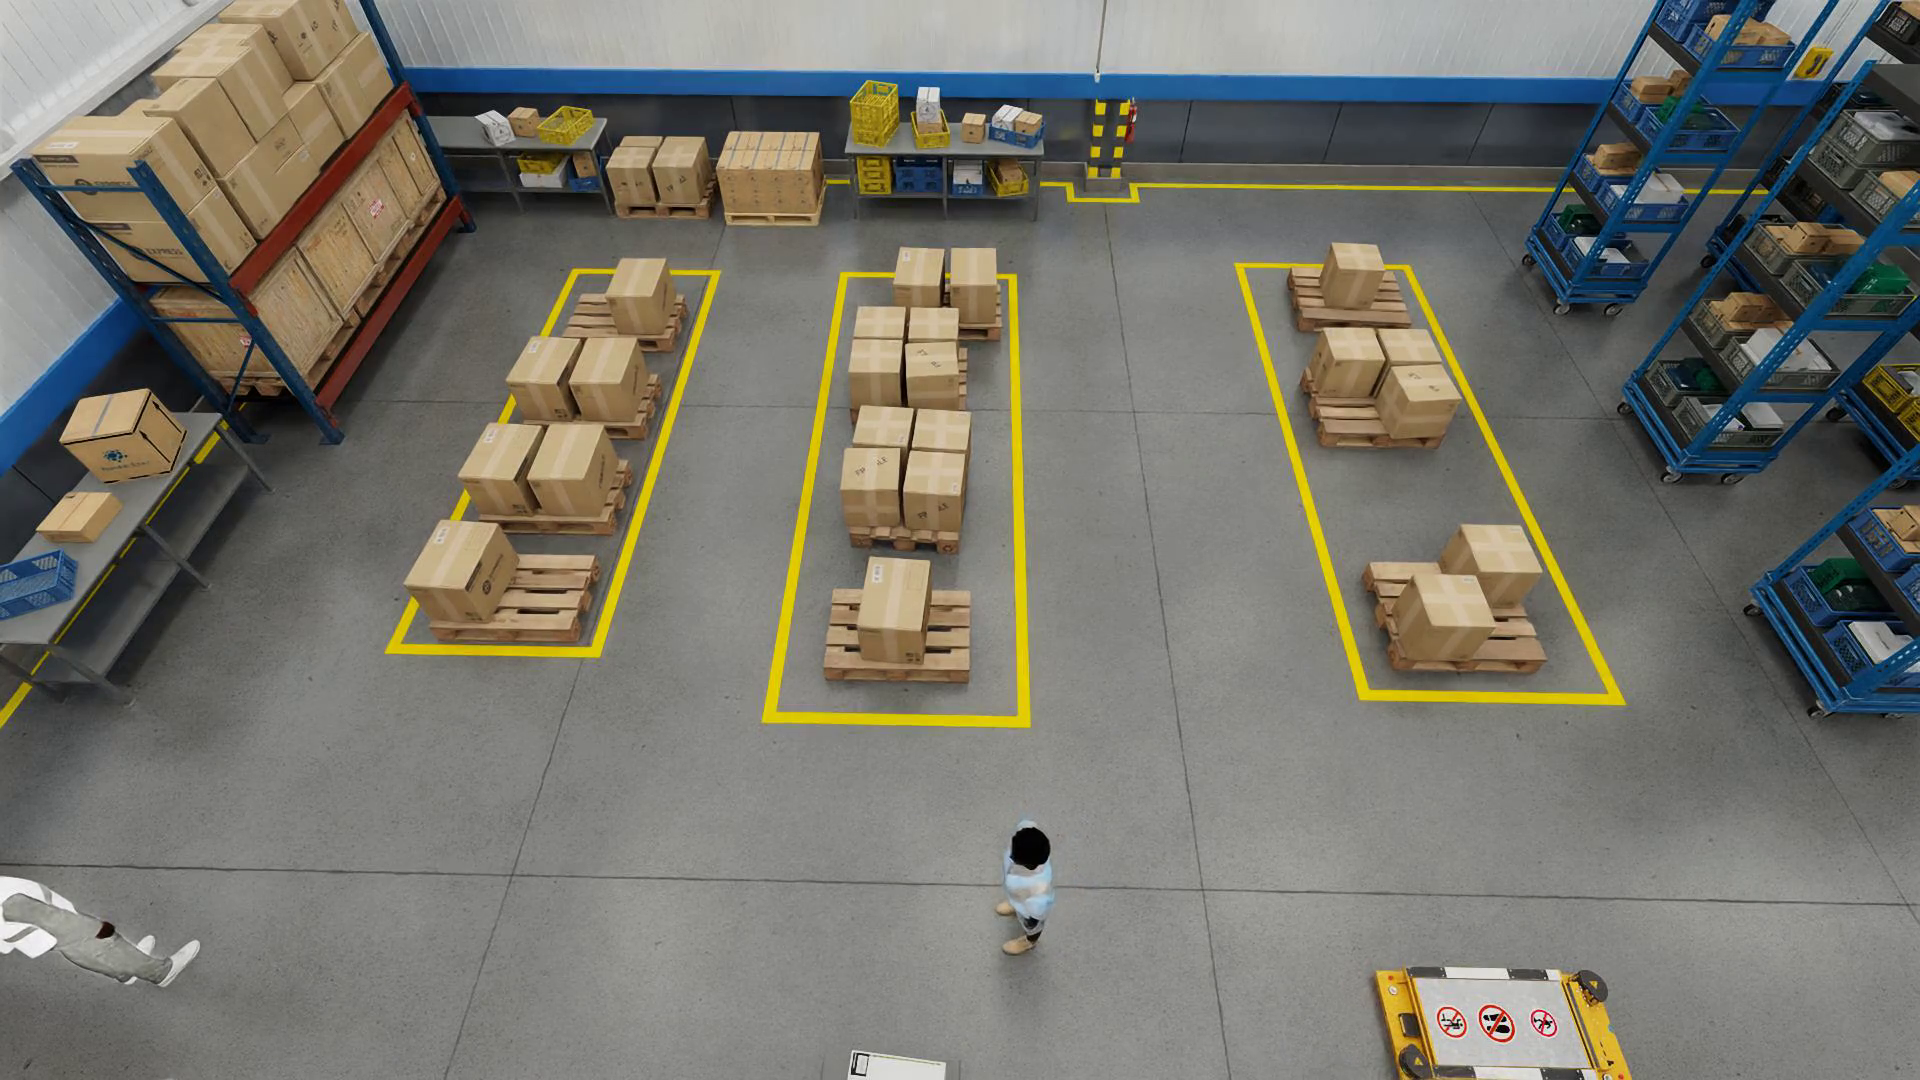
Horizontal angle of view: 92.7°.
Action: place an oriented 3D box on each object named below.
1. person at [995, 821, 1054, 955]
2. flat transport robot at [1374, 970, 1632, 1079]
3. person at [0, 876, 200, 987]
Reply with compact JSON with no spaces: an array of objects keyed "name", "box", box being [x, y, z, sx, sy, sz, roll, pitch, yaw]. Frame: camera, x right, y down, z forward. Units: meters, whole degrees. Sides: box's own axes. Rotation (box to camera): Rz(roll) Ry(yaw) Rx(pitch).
[{"name":"person","box":[0.421,2.196,5.767,0.320,1.694,0.536,-6,51,-5]},{"name":"flat transport robot","box":[3.501,3.133,5.914,1.431,0.197,0.652,1,51,1]},{"name":"person","box":[-5.491,2.319,5.522,0.596,1.918,0.381,5,51,4]}]
